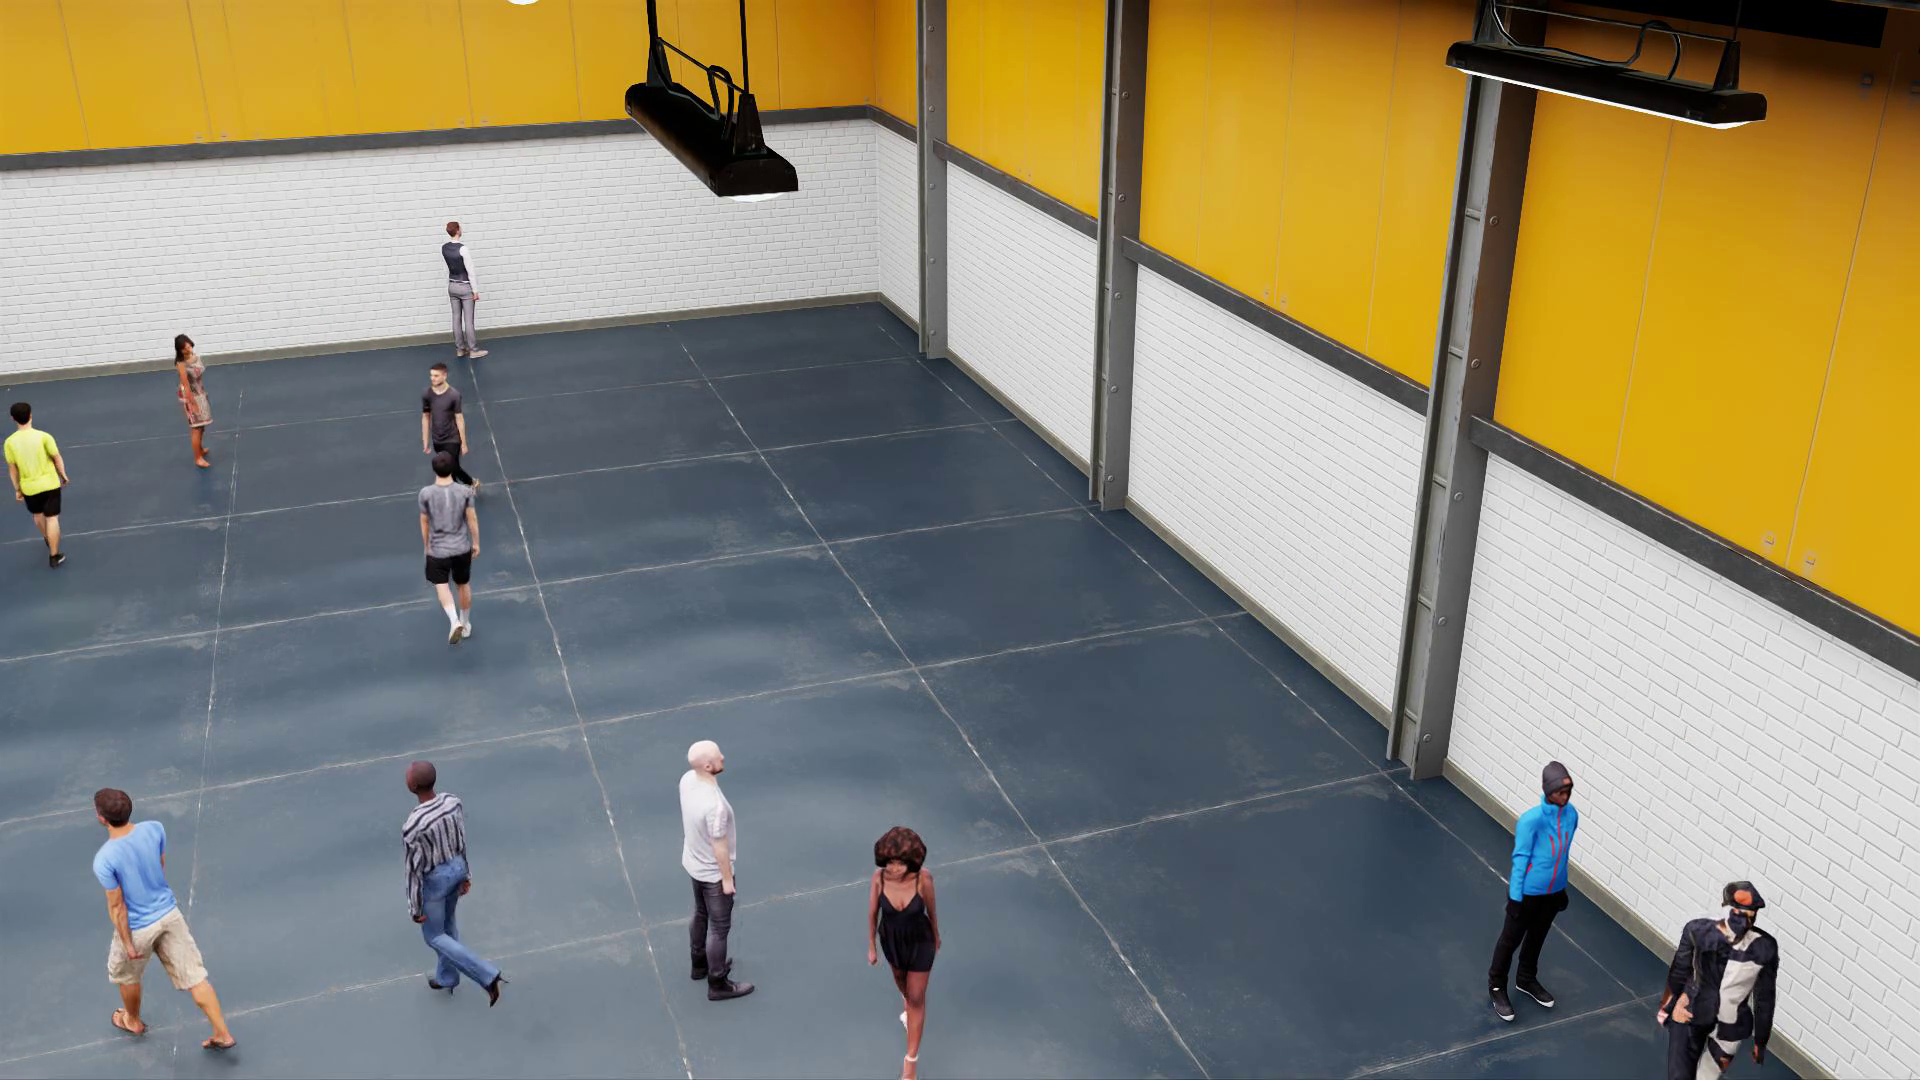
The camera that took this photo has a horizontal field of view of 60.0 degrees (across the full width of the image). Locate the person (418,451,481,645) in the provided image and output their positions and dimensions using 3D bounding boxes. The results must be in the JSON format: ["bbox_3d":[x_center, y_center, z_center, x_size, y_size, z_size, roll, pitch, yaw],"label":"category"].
[{"bbox_3d":[-4.671,0.110,15.238,0.675,1.849,0.838,-9,25,-19],"label":"person"}]

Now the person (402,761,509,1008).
[{"bbox_3d":[-3.192,2.218,10.511,1.071,1.772,1.013,11,26,23],"label":"person"}]

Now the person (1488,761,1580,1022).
[{"bbox_3d":[3.653,2.192,10.543,0.612,1.793,0.529,-10,26,-22],"label":"person"}]

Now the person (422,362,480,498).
[{"bbox_3d":[-5.544,-1.096,18.141,1.081,1.733,1.216,7,25,16],"label":"person"}]

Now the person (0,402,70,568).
[{"bbox_3d":[-9.379,-0.533,16.933,0.665,1.669,1.027,-6,24,-14],"label":"person"}]

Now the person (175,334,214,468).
[{"bbox_3d":[-9.057,-1.677,19.611,0.871,1.621,0.586,-8,25,-18],"label":"person"}]

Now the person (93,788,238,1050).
[{"bbox_3d":[-4.871,2.350,10.131,1.280,1.834,1.125,14,27,29],"label":"person"}]

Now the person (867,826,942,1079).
[{"bbox_3d":[-0.310,2.419,10.105,0.911,1.729,1.129,3,24,8],"label":"person"}]

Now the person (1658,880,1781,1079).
[{"bbox_3d":[4.222,2.660,9.376,0.924,1.870,0.985,7,25,16],"label":"person"}]

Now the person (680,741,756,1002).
[{"bbox_3d":[-1.618,2.098,10.713,0.762,1.830,0.568,-13,27,-28],"label":"person"}]

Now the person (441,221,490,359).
[{"bbox_3d":[-7.052,-3.554,23.507,0.735,1.939,0.798,11,26,24],"label":"person"}]
